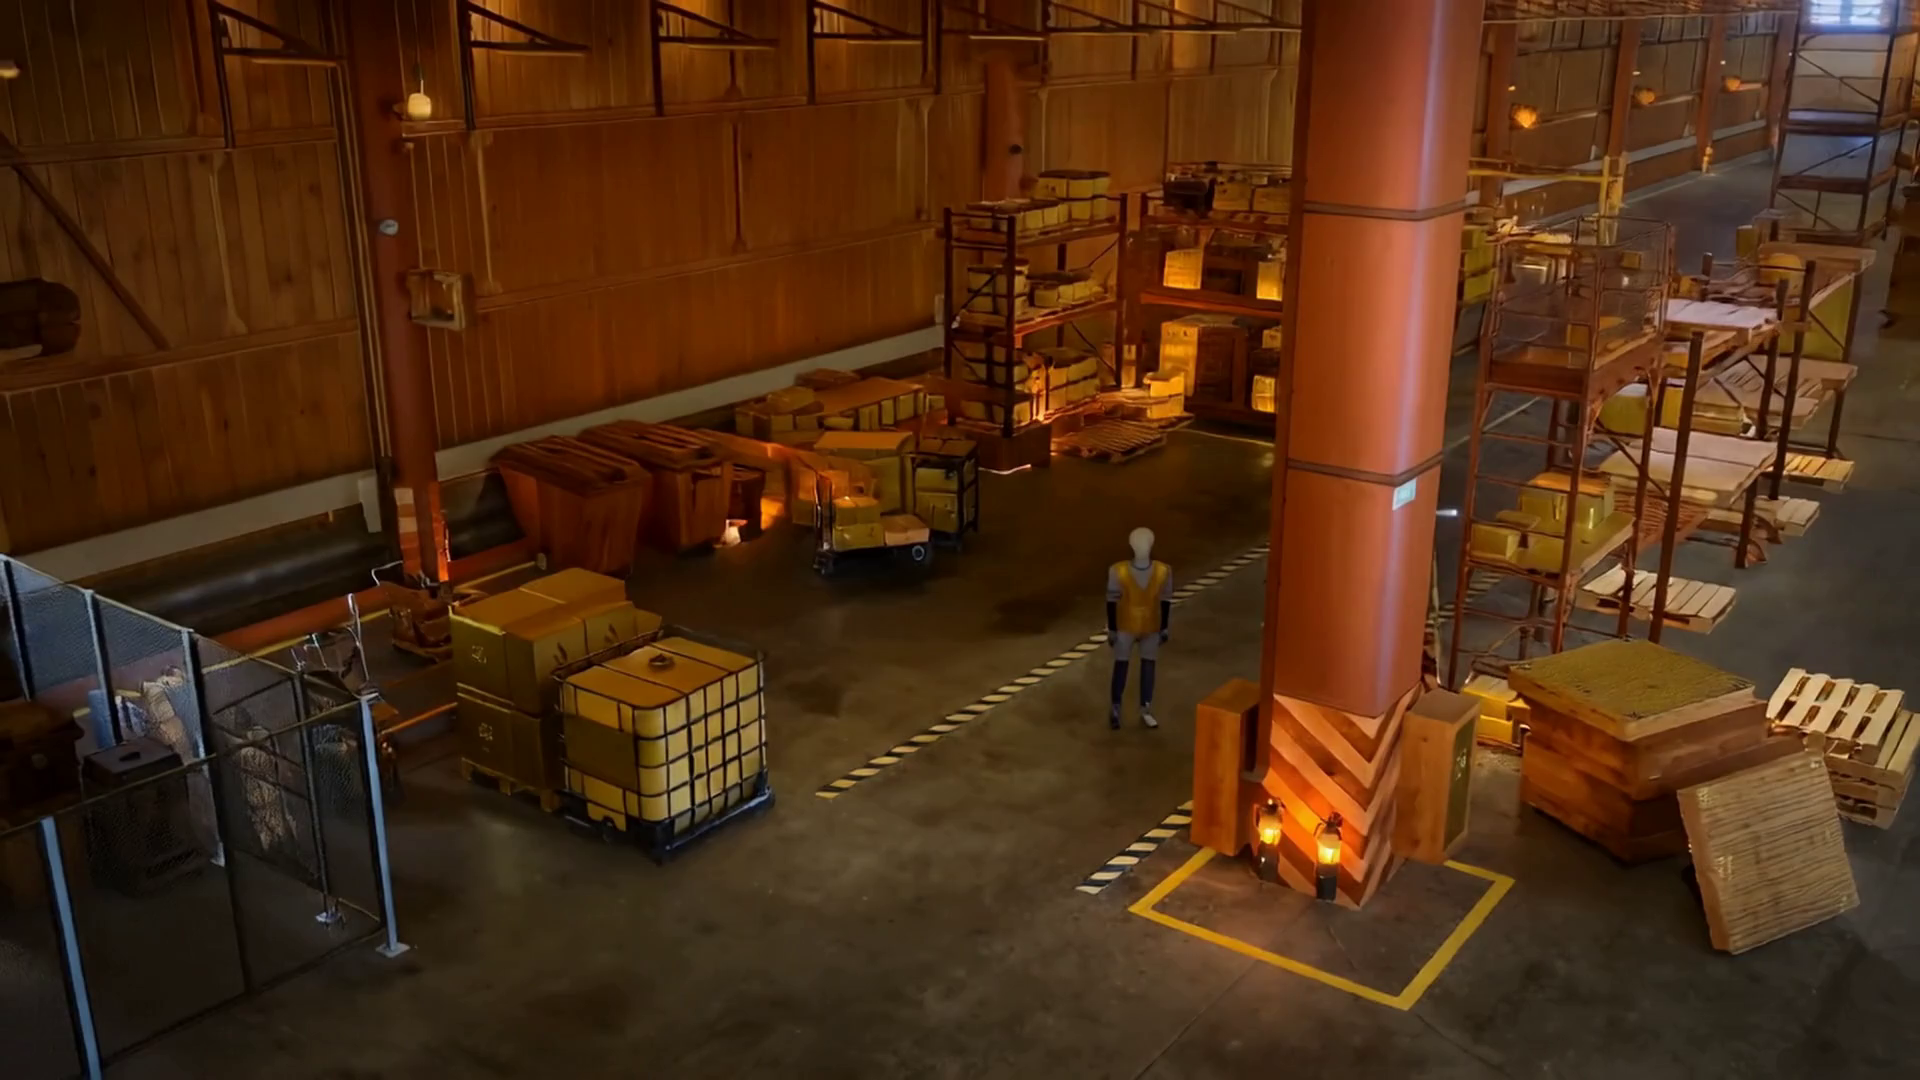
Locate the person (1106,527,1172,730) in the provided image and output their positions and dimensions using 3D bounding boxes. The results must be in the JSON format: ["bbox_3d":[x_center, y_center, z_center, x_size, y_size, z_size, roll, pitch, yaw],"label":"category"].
[{"bbox_3d":[1.429,0.703,13.340,0.532,1.697,0.322,-2,18,-6],"label":"person"}]

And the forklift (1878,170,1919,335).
[{"bbox_3d":[17.042,-5.039,29.042,1.129,2.768,1.873,13,22,34],"label":"forklift"}]
